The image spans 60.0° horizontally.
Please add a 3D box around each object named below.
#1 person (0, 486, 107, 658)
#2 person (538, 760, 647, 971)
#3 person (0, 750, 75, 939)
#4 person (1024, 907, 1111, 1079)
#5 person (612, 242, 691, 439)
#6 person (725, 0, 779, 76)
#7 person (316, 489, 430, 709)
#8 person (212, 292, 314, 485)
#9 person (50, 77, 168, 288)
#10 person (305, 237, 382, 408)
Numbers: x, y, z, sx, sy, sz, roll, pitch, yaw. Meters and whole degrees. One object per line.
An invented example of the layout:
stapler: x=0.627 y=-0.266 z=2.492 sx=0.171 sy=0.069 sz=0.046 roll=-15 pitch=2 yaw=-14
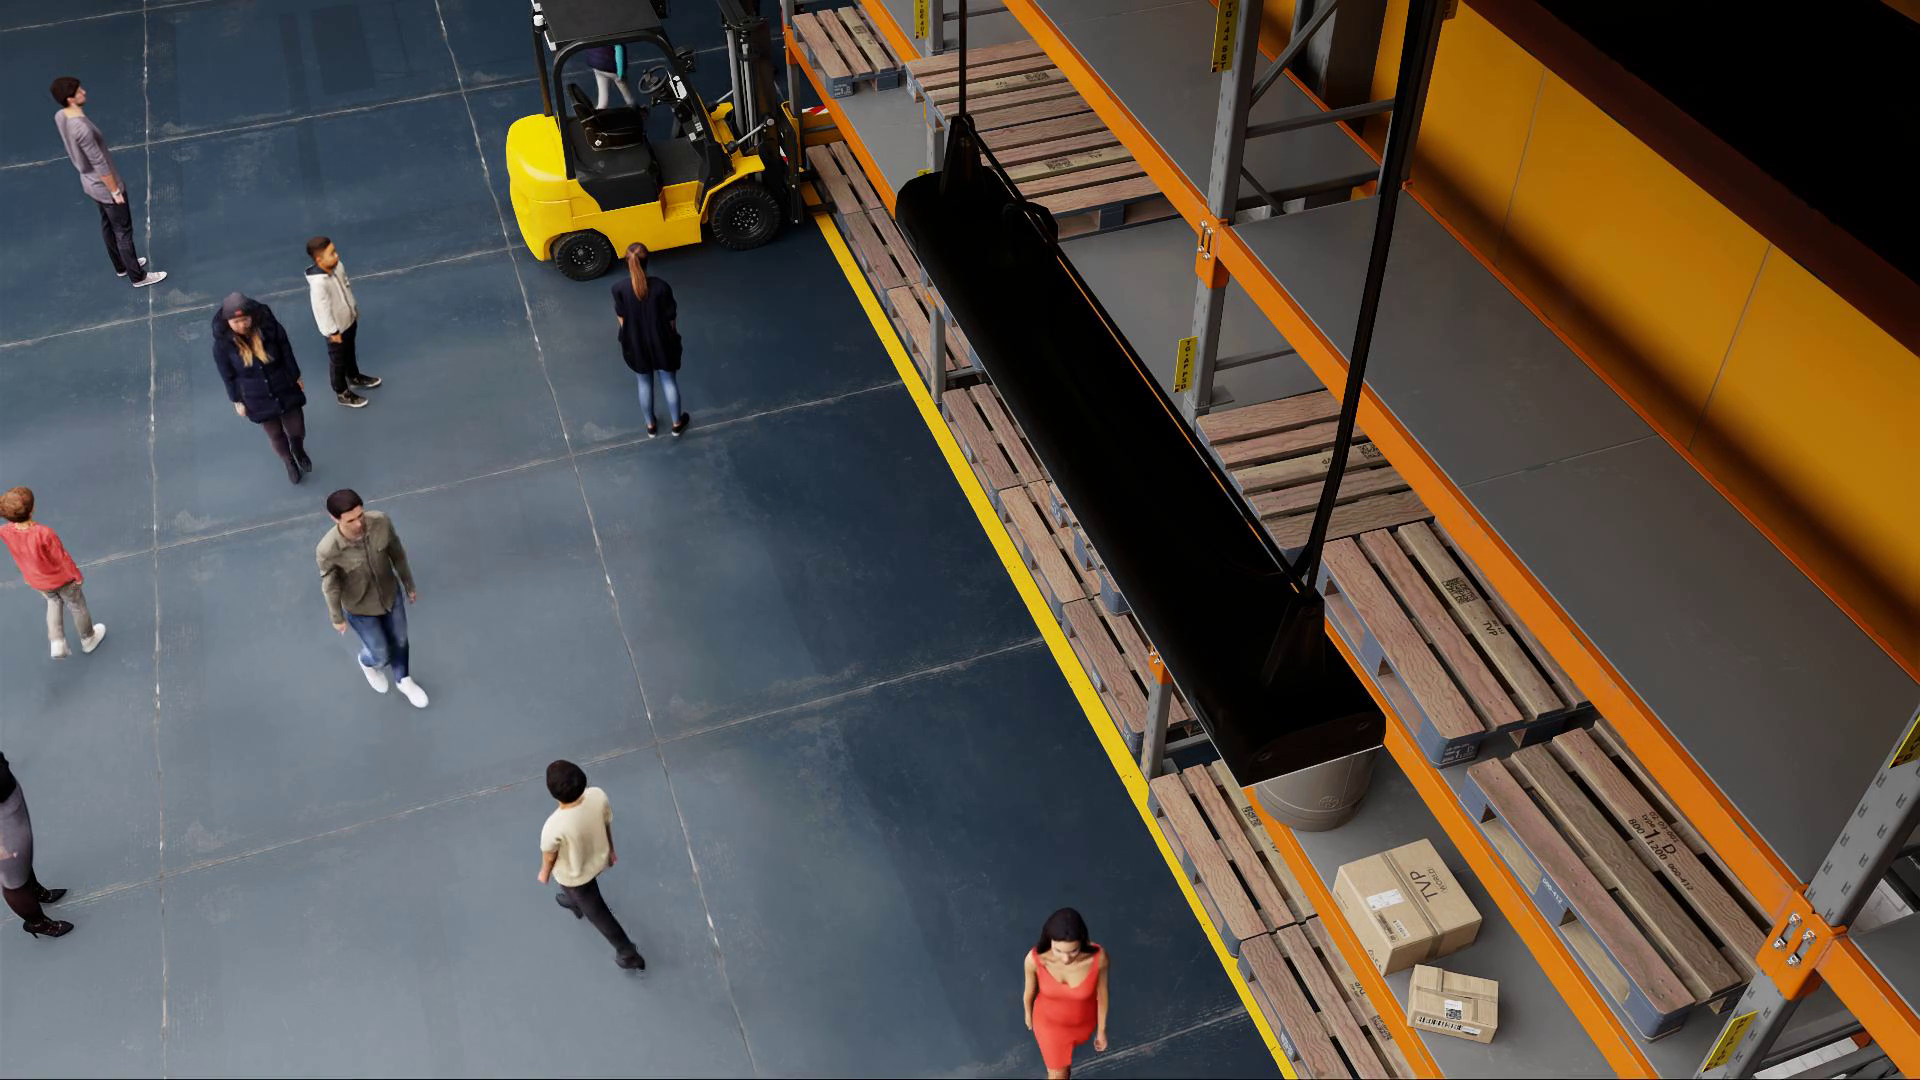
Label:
person: x=-5.901 y=0.265 z=10.723 sx=0.658 sy=1.403 sz=0.753 roll=2 pitch=44 yaw=2
person: x=-1.988 y=1.807 z=8.998 sx=1.075 sy=1.549 sz=0.948 roll=25 pitch=49 yaw=24
person: x=-5.310 y=1.551 z=9.115 sx=0.764 sy=1.759 sz=0.594 roll=-20 pitch=47 yaw=-20
person: x=0.527 y=2.324 z=8.360 sx=0.721 sy=1.680 sz=1.164 roll=-6 pitch=44 yaw=-6
person: x=-2.302 y=-1.473 z=12.345 sx=0.702 sy=1.681 sz=0.677 roll=0 pitch=44 yaw=0
person: x=-2.159 y=-5.487 z=16.385 sx=0.693 sy=1.921 sz=0.834 roll=34 pitch=53 yaw=31
person: x=-3.714 y=0.304 z=10.365 sx=0.950 sy=1.839 sz=0.888 roll=30 pitch=51 yaw=27
person: x=-5.007 y=-1.133 z=12.000 sx=0.705 sy=1.666 sz=0.694 roll=-20 pitch=47 yaw=-20
person: x=-7.132 y=-2.976 z=13.799 sx=0.643 sy=1.851 sz=0.806 roll=33 pitch=52 yaw=30
person: x=-4.786 y=-1.683 z=12.733 sx=0.723 sy=1.449 sz=0.596 roll=4 pitch=44 yaw=5
